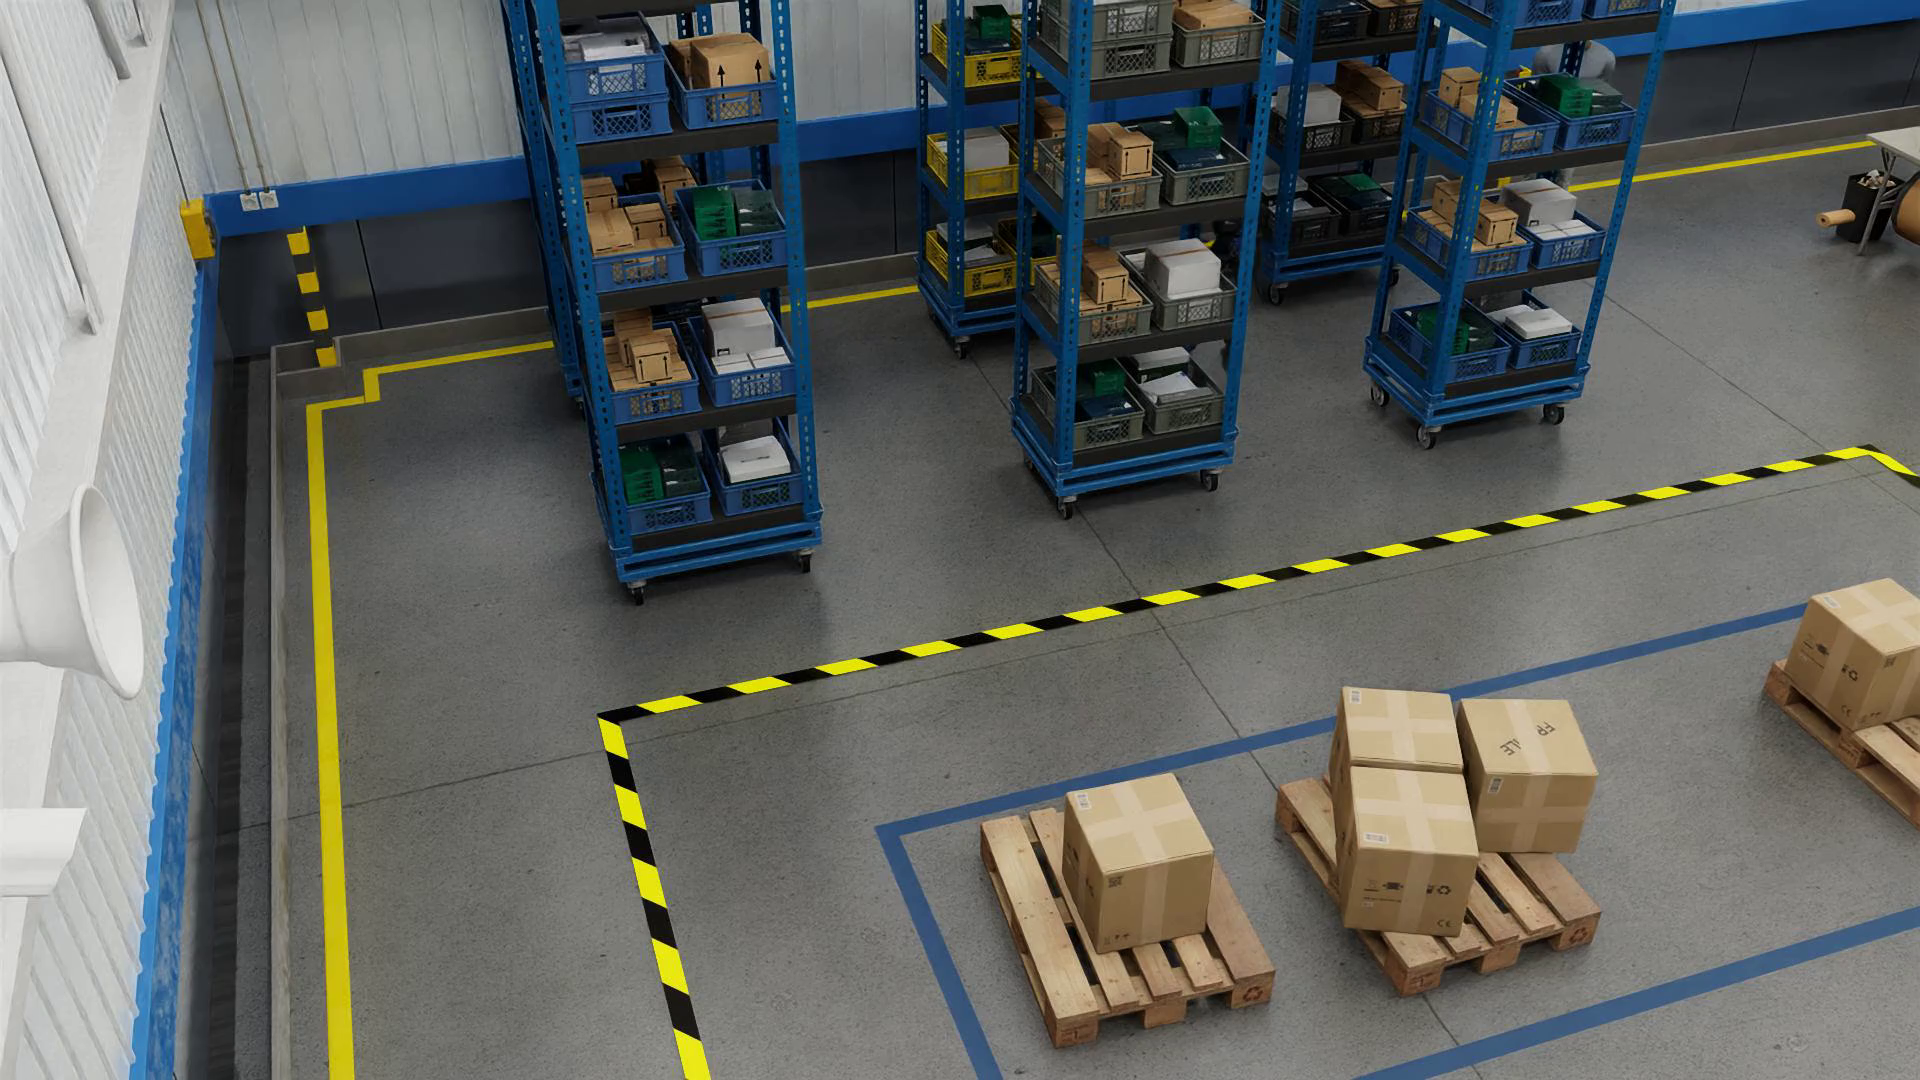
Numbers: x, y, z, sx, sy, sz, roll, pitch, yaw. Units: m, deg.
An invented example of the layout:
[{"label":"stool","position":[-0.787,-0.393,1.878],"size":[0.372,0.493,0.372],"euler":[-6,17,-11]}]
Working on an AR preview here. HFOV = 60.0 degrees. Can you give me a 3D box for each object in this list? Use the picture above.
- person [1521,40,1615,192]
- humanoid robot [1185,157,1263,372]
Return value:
[{"label":"person","position":[4.784,-3.277,13.256],"size":[0.628,1.938,0.372],"euler":[4,35,5]},{"label":"humanoid robot","position":[1.795,-1.881,11.513],"size":[0.595,1.638,0.416],"euler":[-5,35,-6]}]
